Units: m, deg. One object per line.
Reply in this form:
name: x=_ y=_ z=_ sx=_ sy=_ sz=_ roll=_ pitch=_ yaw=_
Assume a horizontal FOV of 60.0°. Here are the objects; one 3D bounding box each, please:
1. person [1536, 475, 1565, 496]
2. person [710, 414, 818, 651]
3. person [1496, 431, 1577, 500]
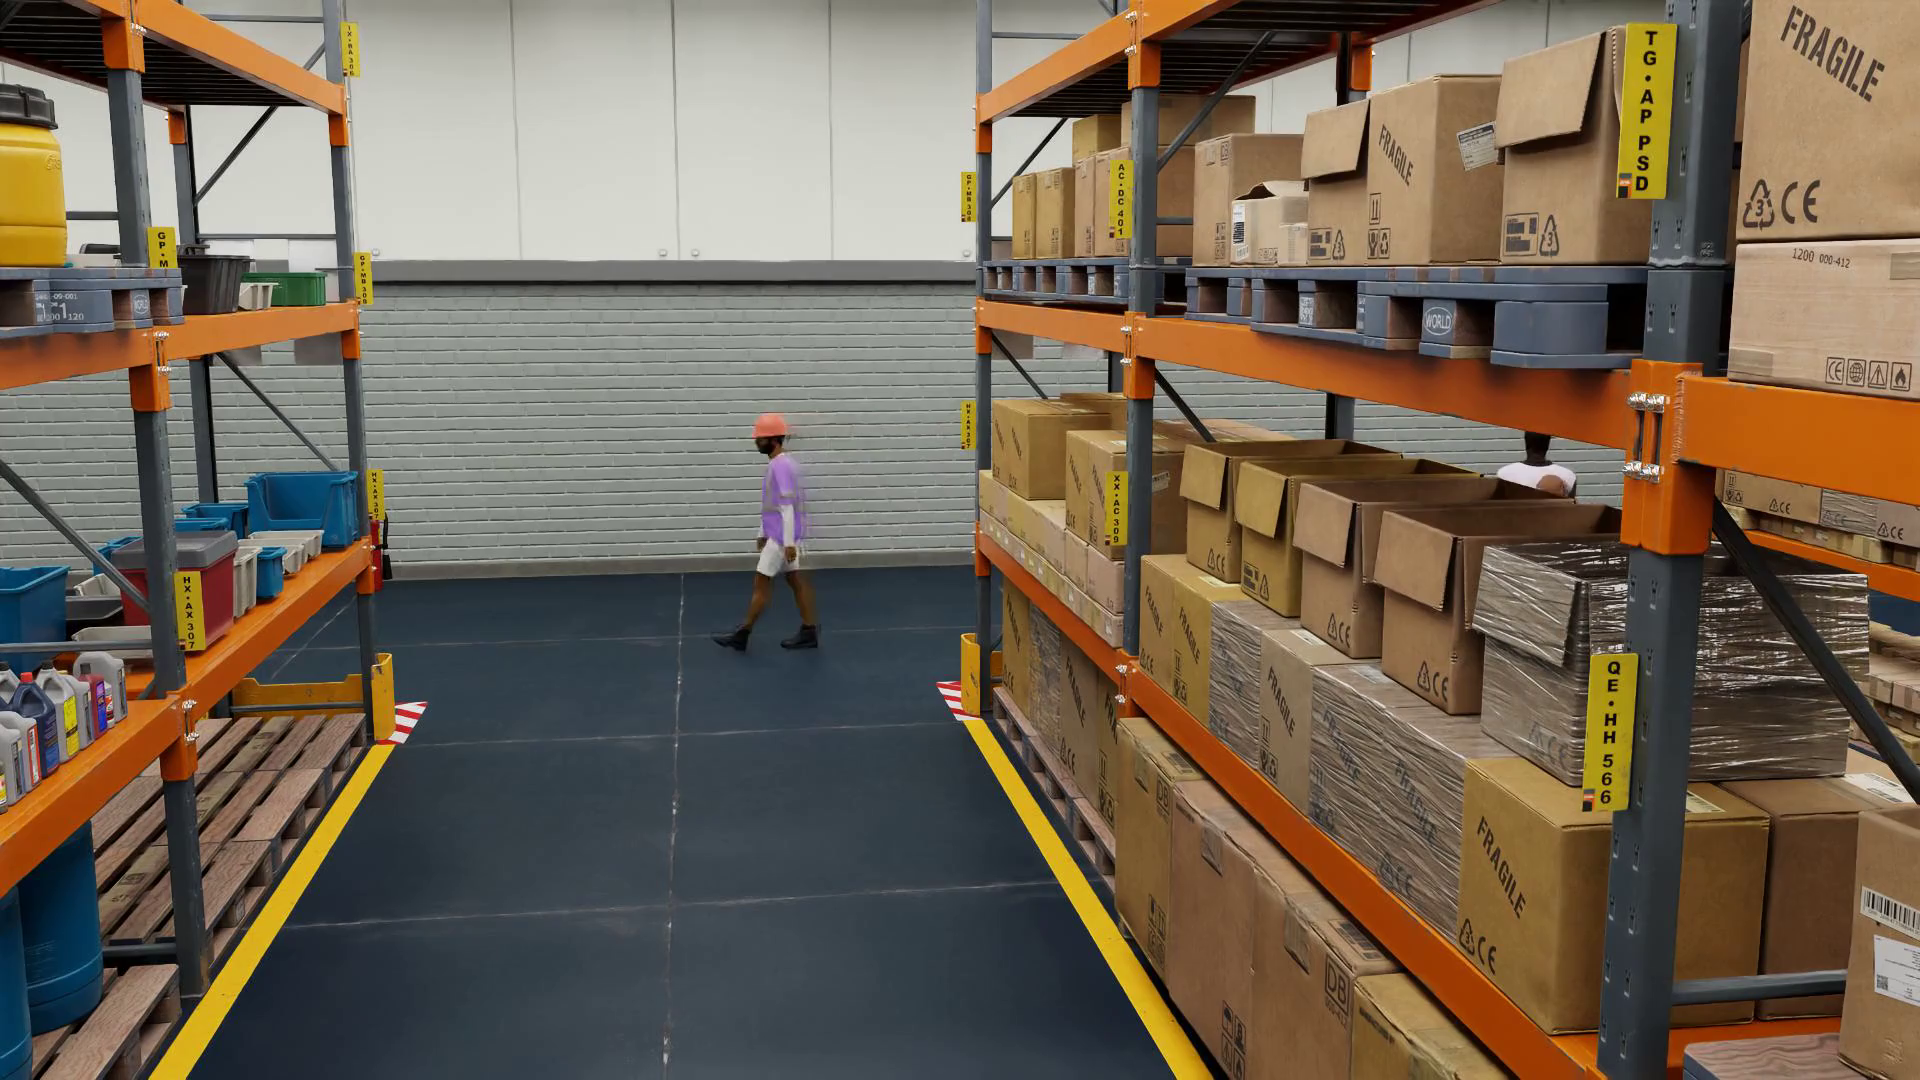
person: x=4.163 y=0.337 z=11.787 sx=0.513 sy=1.602 sz=0.838 roll=2 pitch=9 yaw=12
person: x=-1.566 y=-0.048 z=13.222 sx=0.930 sy=1.896 sz=0.574 roll=-1 pitch=9 yaw=-7
person: x=4.278 y=0.081 z=12.450 sx=0.603 sy=1.908 sz=0.414 roll=1 pitch=9 yaw=6
